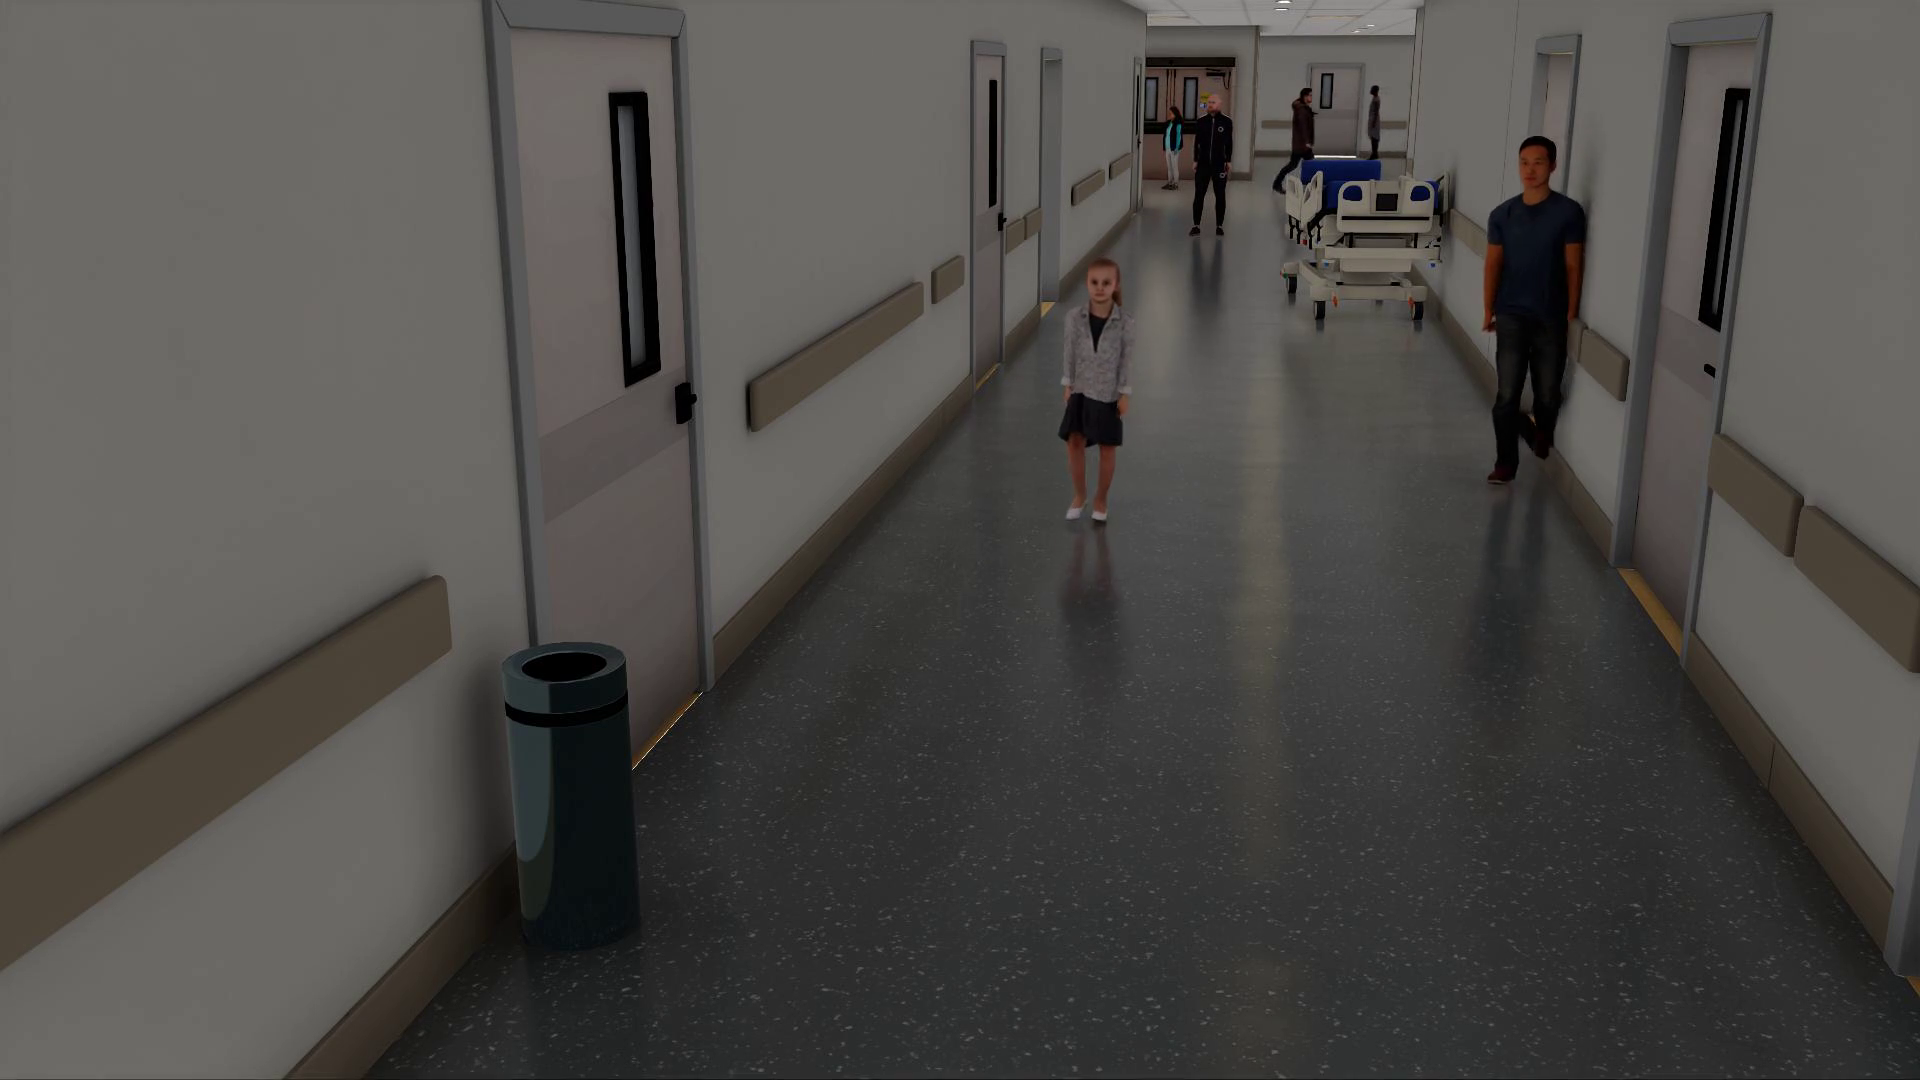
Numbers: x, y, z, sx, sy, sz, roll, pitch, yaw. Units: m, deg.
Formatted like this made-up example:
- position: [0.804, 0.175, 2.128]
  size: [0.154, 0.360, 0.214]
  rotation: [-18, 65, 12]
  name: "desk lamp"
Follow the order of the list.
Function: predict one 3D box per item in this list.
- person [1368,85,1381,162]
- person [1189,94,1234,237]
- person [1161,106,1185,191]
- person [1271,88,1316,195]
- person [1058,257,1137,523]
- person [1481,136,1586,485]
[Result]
- position: [10.061, -10.114, 40.379]
  size: [0.528, 1.788, 0.622]
  rotation: [2, 16, 8]
  name: "person"
- position: [3.336, -4.956, 21.995]
  size: [0.537, 1.834, 0.755]
  rotation: [4, 16, 15]
  name: "person"
- position: [3.931, -7.229, 30.671]
  size: [0.735, 1.501, 0.687]
  rotation: [-8, 17, -25]
  name: "person"
- position: [5.856, -6.893, 28.919]
  size: [1.256, 1.805, 0.920]
  rotation: [6, 17, 22]
  name: "person"
- position: [0.669, -0.729, 8.034]
  size: [0.501, 1.268, 0.583]
  rotation: [4, 16, 14]
  name: "person"
- position: [3.017, -1.189, 8.709]
  size: [0.951, 1.793, 0.906]
  rotation: [9, 18, 30]
  name: "person"
